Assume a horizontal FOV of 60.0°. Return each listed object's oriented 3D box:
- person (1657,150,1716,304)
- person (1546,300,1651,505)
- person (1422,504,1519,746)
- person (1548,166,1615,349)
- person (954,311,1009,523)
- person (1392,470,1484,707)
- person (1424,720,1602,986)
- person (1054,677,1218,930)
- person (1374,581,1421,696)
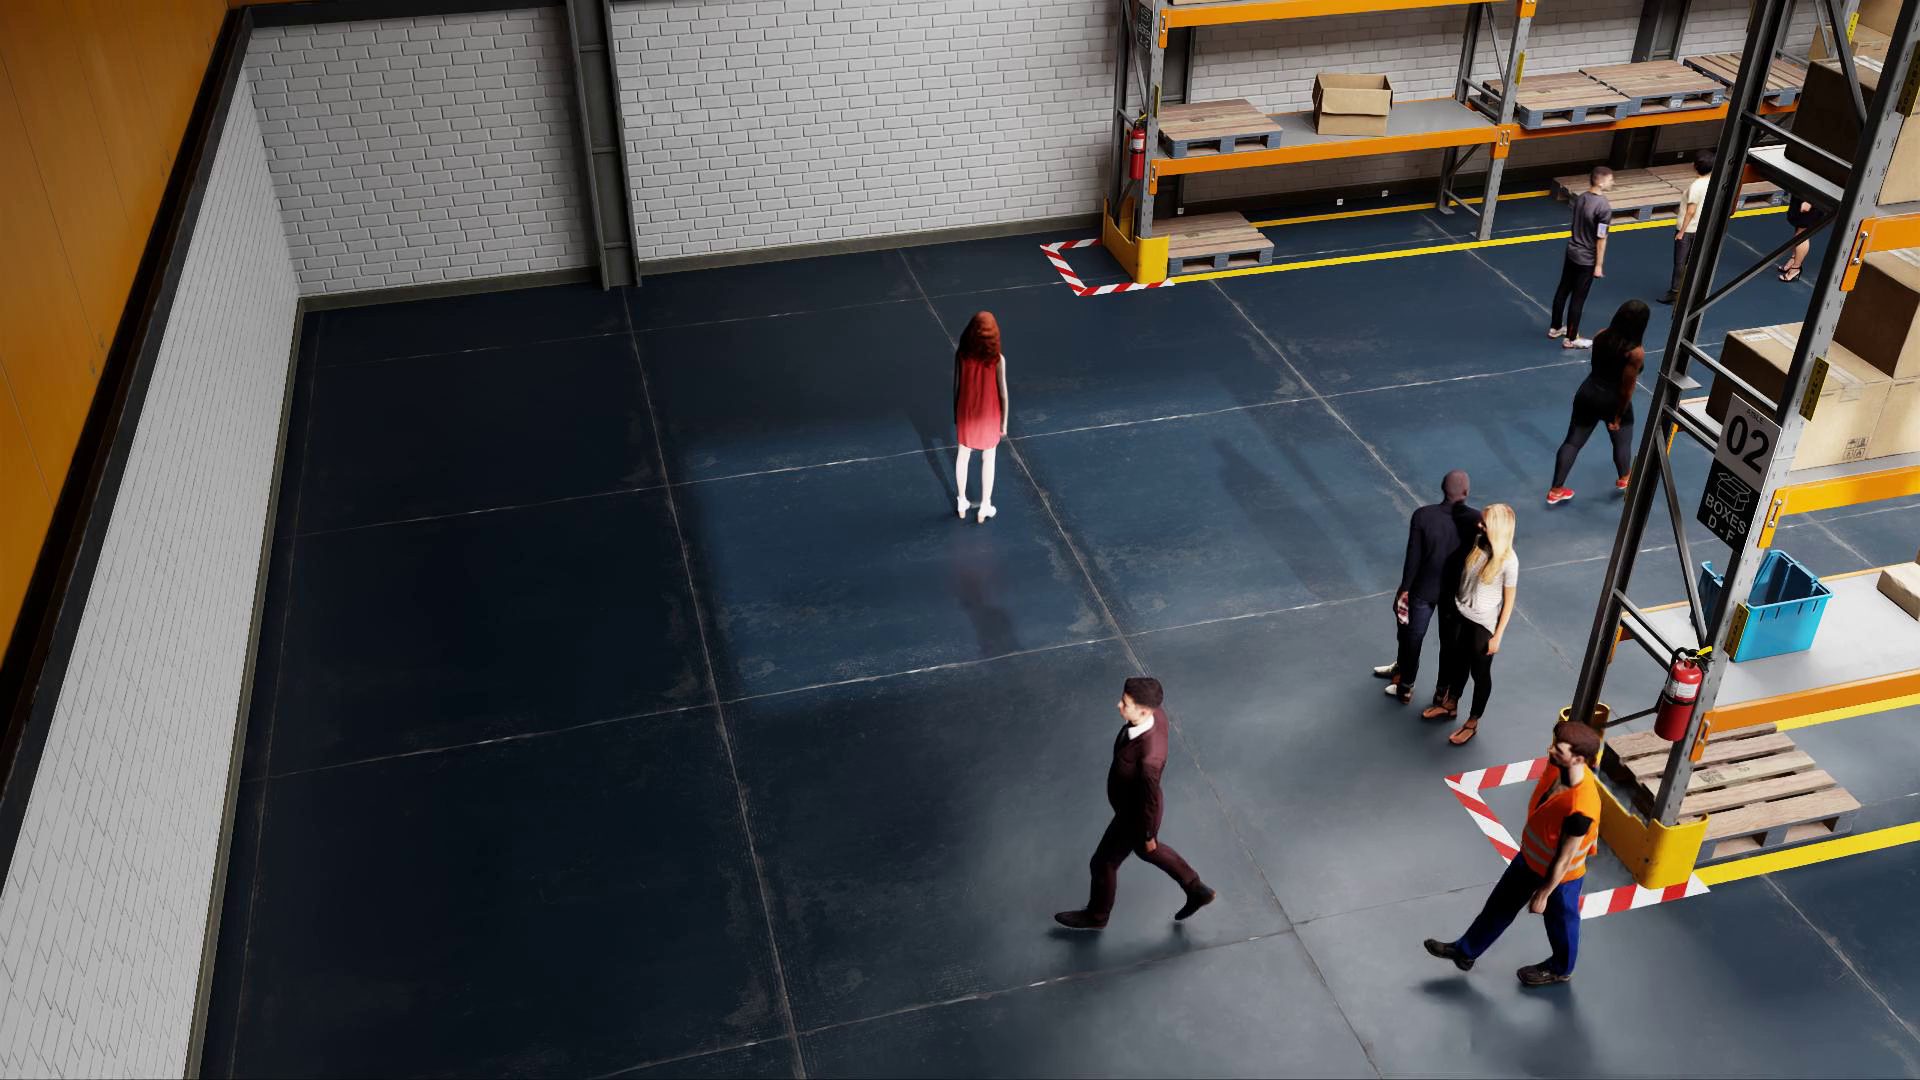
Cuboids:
[{"bbox_3d":[7.310,-3.120,16.623,0.562,1.589,0.714,-25,41,-32],"label":"person"},{"bbox_3d":[5.098,-1.059,13.364,1.248,1.764,0.921,-21,39,-28],"label":"person"},{"bbox_3d":[3.420,0.524,10.929,0.565,1.823,0.633,-13,36,-18],"label":"person"},{"bbox_3d":[5.923,-2.699,15.833,0.528,1.762,0.617,-8,34,-12],"label":"person"},{"bbox_3d":[0.143,-0.955,13.154,0.610,1.824,0.729,9,35,13],"label":"person"},{"bbox_3d":[3.233,0.332,11.222,0.703,1.818,0.837,6,34,10],"label":"person"},{"bbox_3d":[3.310,1.758,9.042,1.155,1.858,0.878,-1,34,-1],"label":"person"},{"bbox_3d":[1.078,1.512,9.427,1.270,1.841,0.988,5,34,7],"label":"person"},{"bbox_3d":[3.137,0.472,11.474,0.556,1.306,0.556,-4,34,-6],"label":"person"}]
